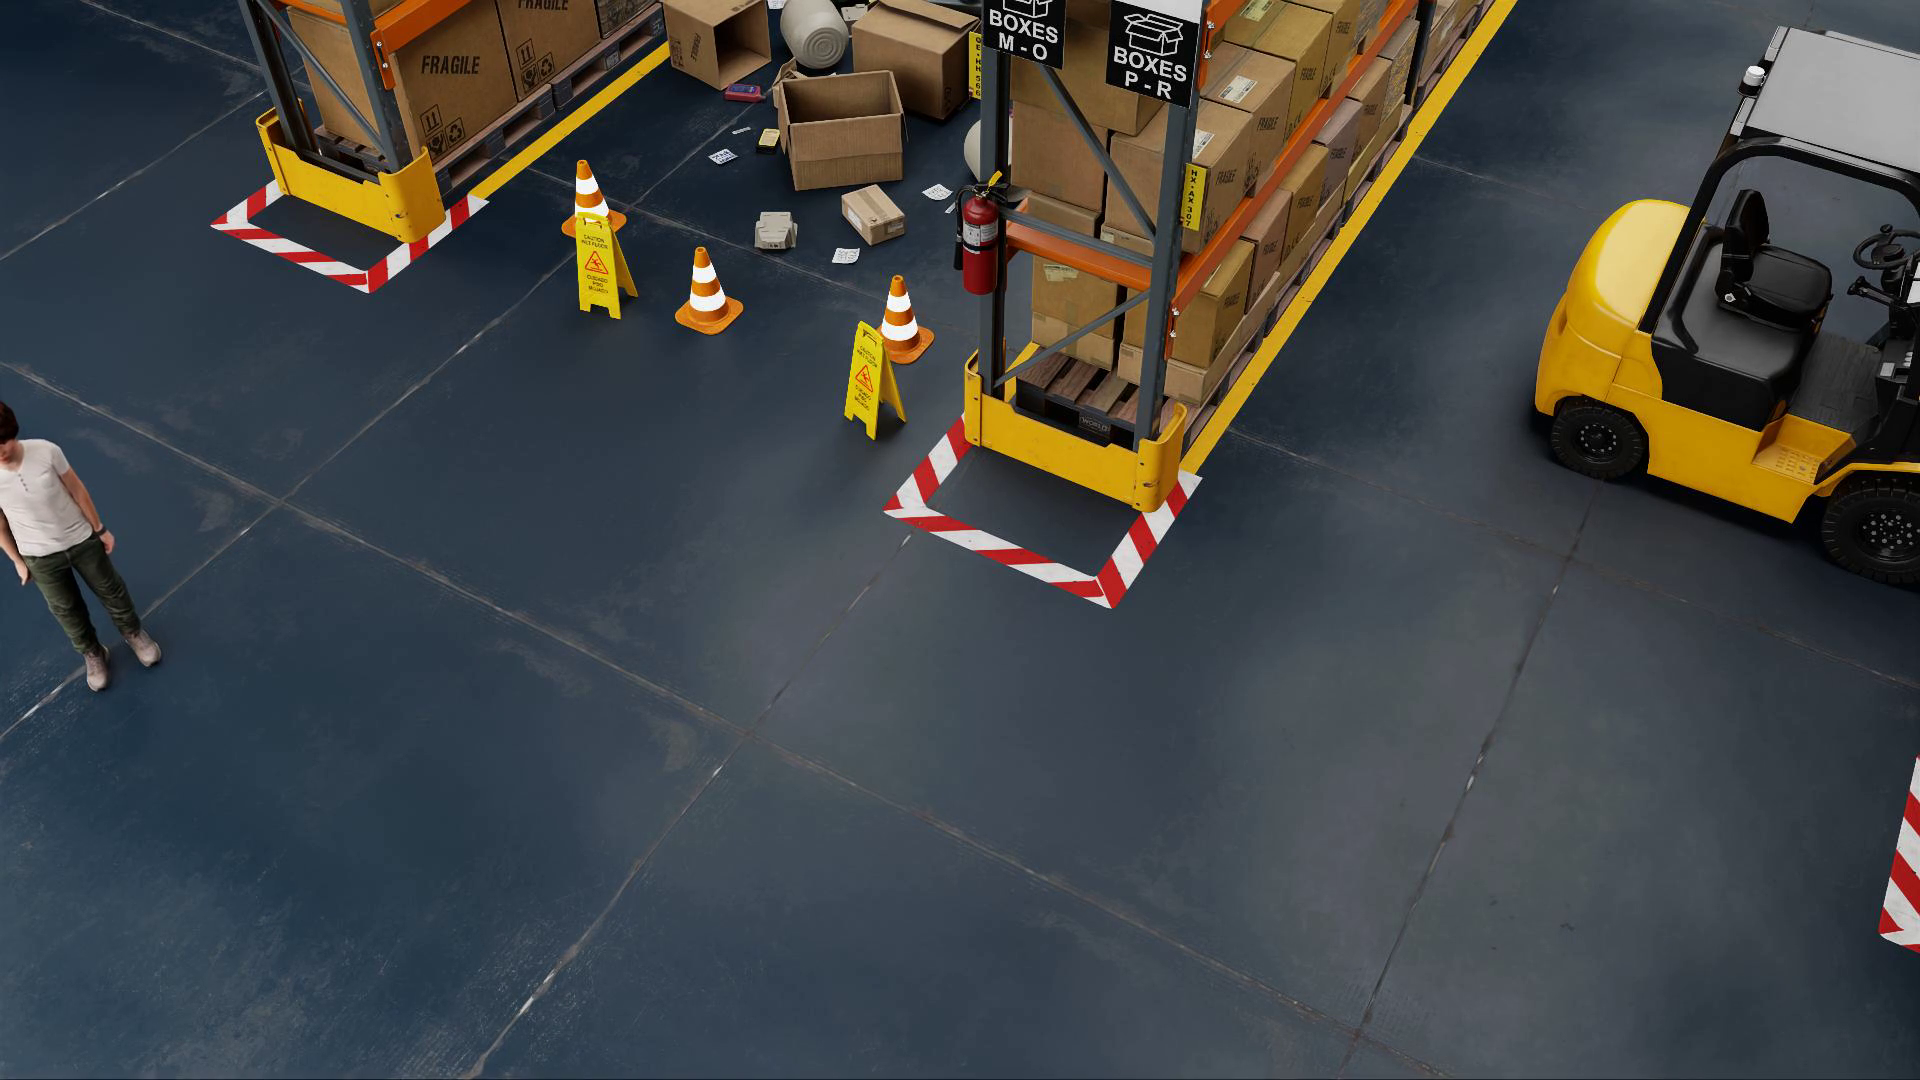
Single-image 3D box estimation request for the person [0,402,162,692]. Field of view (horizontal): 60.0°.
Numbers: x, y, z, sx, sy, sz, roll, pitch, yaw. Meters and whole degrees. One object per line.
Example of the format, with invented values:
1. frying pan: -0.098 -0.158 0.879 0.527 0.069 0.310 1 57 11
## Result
1. person: -4.034 0.005 7.440 0.610 1.654 0.715 -27 53 -23
